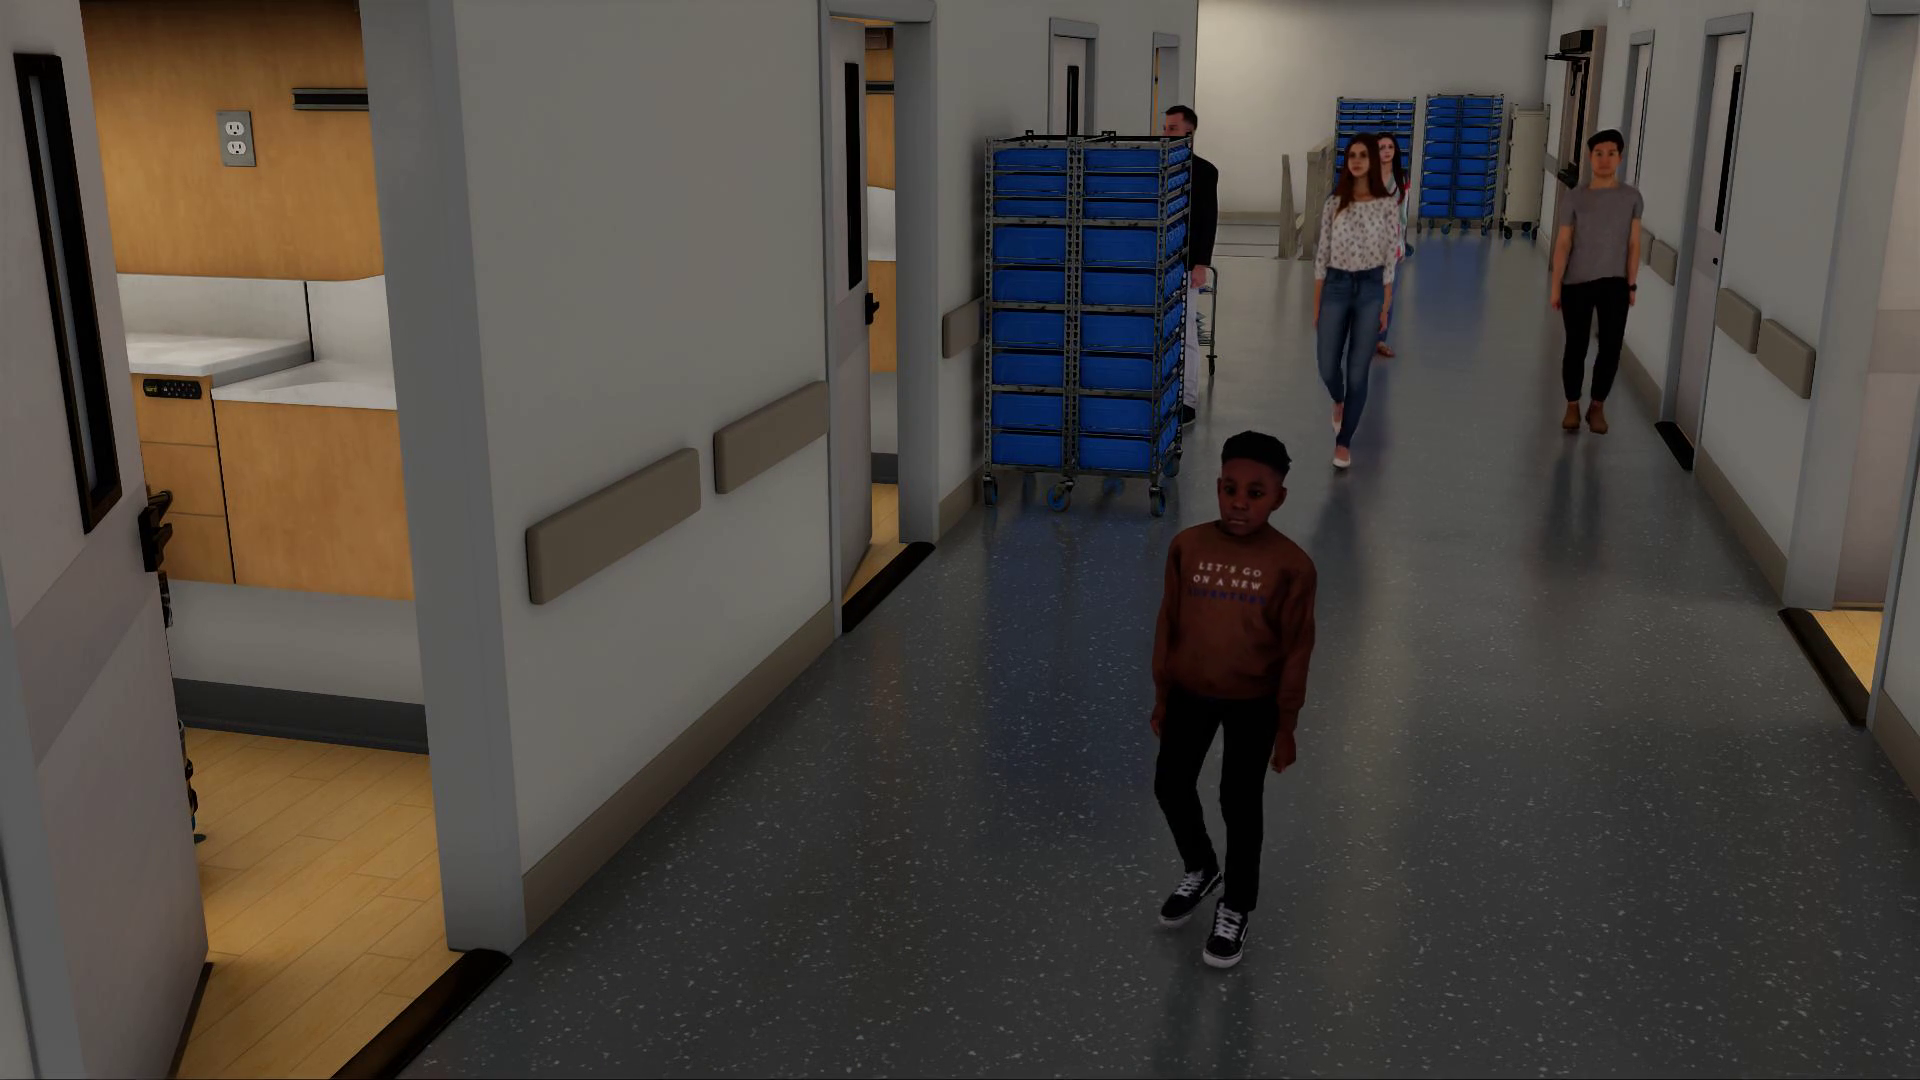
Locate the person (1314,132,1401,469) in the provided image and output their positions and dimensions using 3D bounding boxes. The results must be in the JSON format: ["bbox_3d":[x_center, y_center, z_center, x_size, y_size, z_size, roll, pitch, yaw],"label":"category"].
[{"bbox_3d":[2.095,-1.266,8.799,0.633,1.713,0.927,6,17,21],"label":"person"}]

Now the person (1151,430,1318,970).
[{"bbox_3d":[0.649,0.348,3.925,0.600,1.251,0.619,9,18,28],"label":"person"}]

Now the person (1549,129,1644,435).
[{"bbox_3d":[3.651,-1.478,9.561,0.636,1.707,0.694,5,17,18],"label":"person"}]

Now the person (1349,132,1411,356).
[{"bbox_3d":[3.054,-2.160,12.154,0.658,1.614,0.640,-2,16,-8],"label":"person"}]
